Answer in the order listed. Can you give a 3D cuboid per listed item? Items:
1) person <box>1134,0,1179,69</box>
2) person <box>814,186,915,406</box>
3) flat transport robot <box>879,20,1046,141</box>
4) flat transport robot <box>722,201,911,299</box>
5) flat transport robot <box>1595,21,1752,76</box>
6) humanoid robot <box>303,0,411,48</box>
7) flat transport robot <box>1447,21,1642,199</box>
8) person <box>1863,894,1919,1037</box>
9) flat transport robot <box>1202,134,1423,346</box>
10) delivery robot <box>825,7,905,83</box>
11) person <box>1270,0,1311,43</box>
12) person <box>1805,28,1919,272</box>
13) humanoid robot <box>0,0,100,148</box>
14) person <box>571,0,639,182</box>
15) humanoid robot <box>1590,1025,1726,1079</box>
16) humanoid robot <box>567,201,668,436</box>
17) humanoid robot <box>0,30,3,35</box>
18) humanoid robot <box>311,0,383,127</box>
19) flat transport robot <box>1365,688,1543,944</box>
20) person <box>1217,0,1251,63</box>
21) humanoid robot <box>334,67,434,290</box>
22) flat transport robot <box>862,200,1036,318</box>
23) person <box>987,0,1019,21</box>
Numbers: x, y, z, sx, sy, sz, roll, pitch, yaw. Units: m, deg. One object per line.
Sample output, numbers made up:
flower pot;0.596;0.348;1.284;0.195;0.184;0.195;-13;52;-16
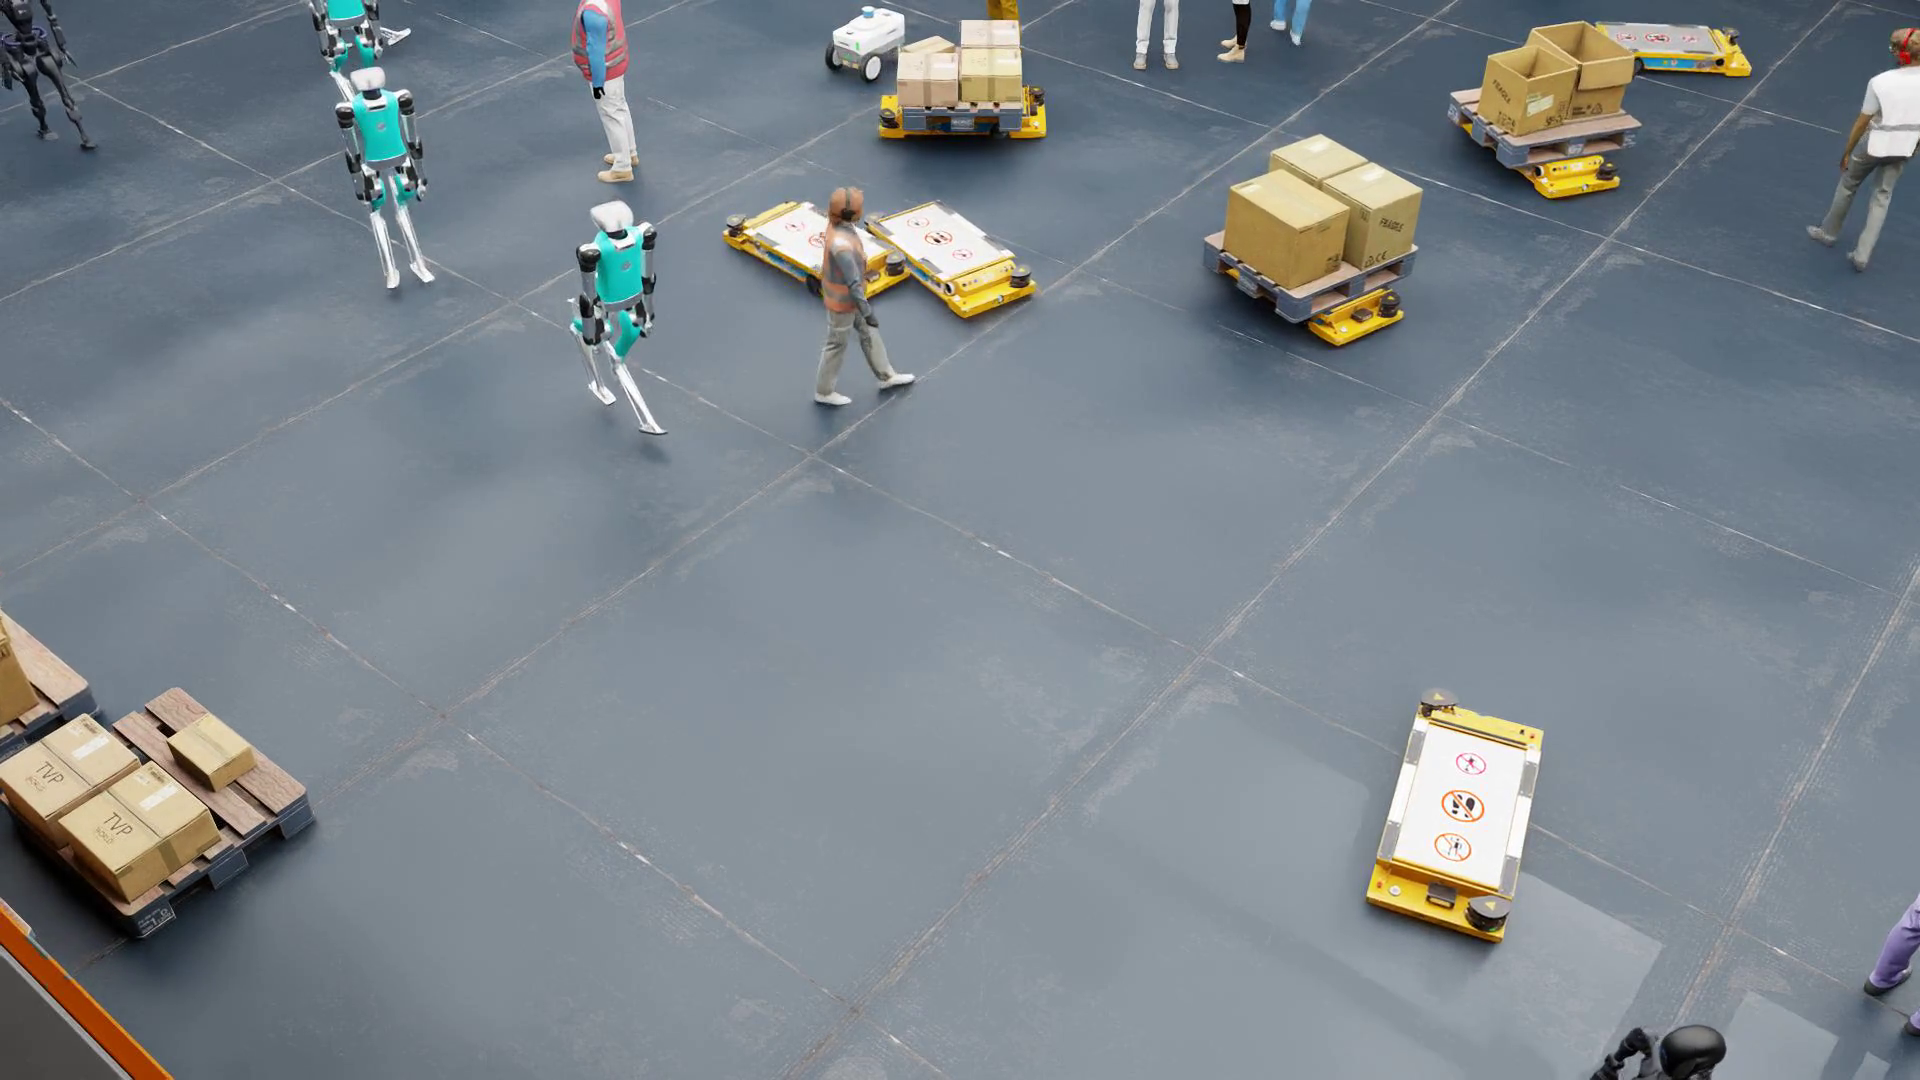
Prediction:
person;1.830;-5.155;14.896;0.573;1.884;0.356;-1;40;-1
person;-0.664;-1.569;10.891;0.712;1.607;0.526;-1;40;-2
flat transport robot;0.025;-3.723;14.458;1.431;0.231;0.659;0;40;0
flat transport robot;-1.107;-2.219;12.688;1.431;0.231;0.659;32;50;32
flat transport robot;6.529;-4.550;15.431;1.431;0.231;0.659;4;41;4
humanoid robot;-5.647;-5.210;15.072;1.006;1.736;0.551;-17;43;-19
flat transport robot;4.860;-3.318;13.981;0.659;0.231;1.431;-12;42;-13
person;4.376;1.459;7.146;0.388;1.844;0.564;-13;42;-15
flat transport robot;2.546;-1.924;12.341;0.659;0.231;1.431;-24;46;-26
delivery robot;-0.858;-4.562;15.238;0.516;0.612;0.784;27;47;28
person;3.166;-5.522;15.461;0.521;1.704;0.565;-2;40;-3
person;6.818;-2.901;12.308;0.577;1.819;0.585;2;40;2
humanoid robot;-7.660;-4.009;13.740;0.776;1.628;0.598;32;50;32
person;-2.862;-3.772;13.314;0.431;1.836;0.628;0;40;0
humanoid robot;2.576;2.304;6.296;0.431;1.644;0.591;-11;42;-12
humanoid robot;-2.284;-1.467;10.683;0.539;1.724;1.022;-30;49;-30
humanoid robot;-9.382;-5.412;15.347;0.599;1.657;0.315;-18;43;-20
humanoid robot;-5.124;-4.155;13.922;0.541;1.899;0.724;-23;45;-24
flat transport robot;2.546;1.366;8.471;0.659;0.231;1.431;15;43;17
person;2.556;-5.186;15.074;0.320;1.695;0.536;11;42;13
humanoid robot;-4.159;-2.642;12.023;0.533;1.768;0.721;-20;44;-22
flat transport robot;-0.109;-2.165;12.624;0.659;0.231;1.431;-24;46;-26
person;0.359;-5.212;15.070;0.344;1.750;0.528;-24;46;-26
